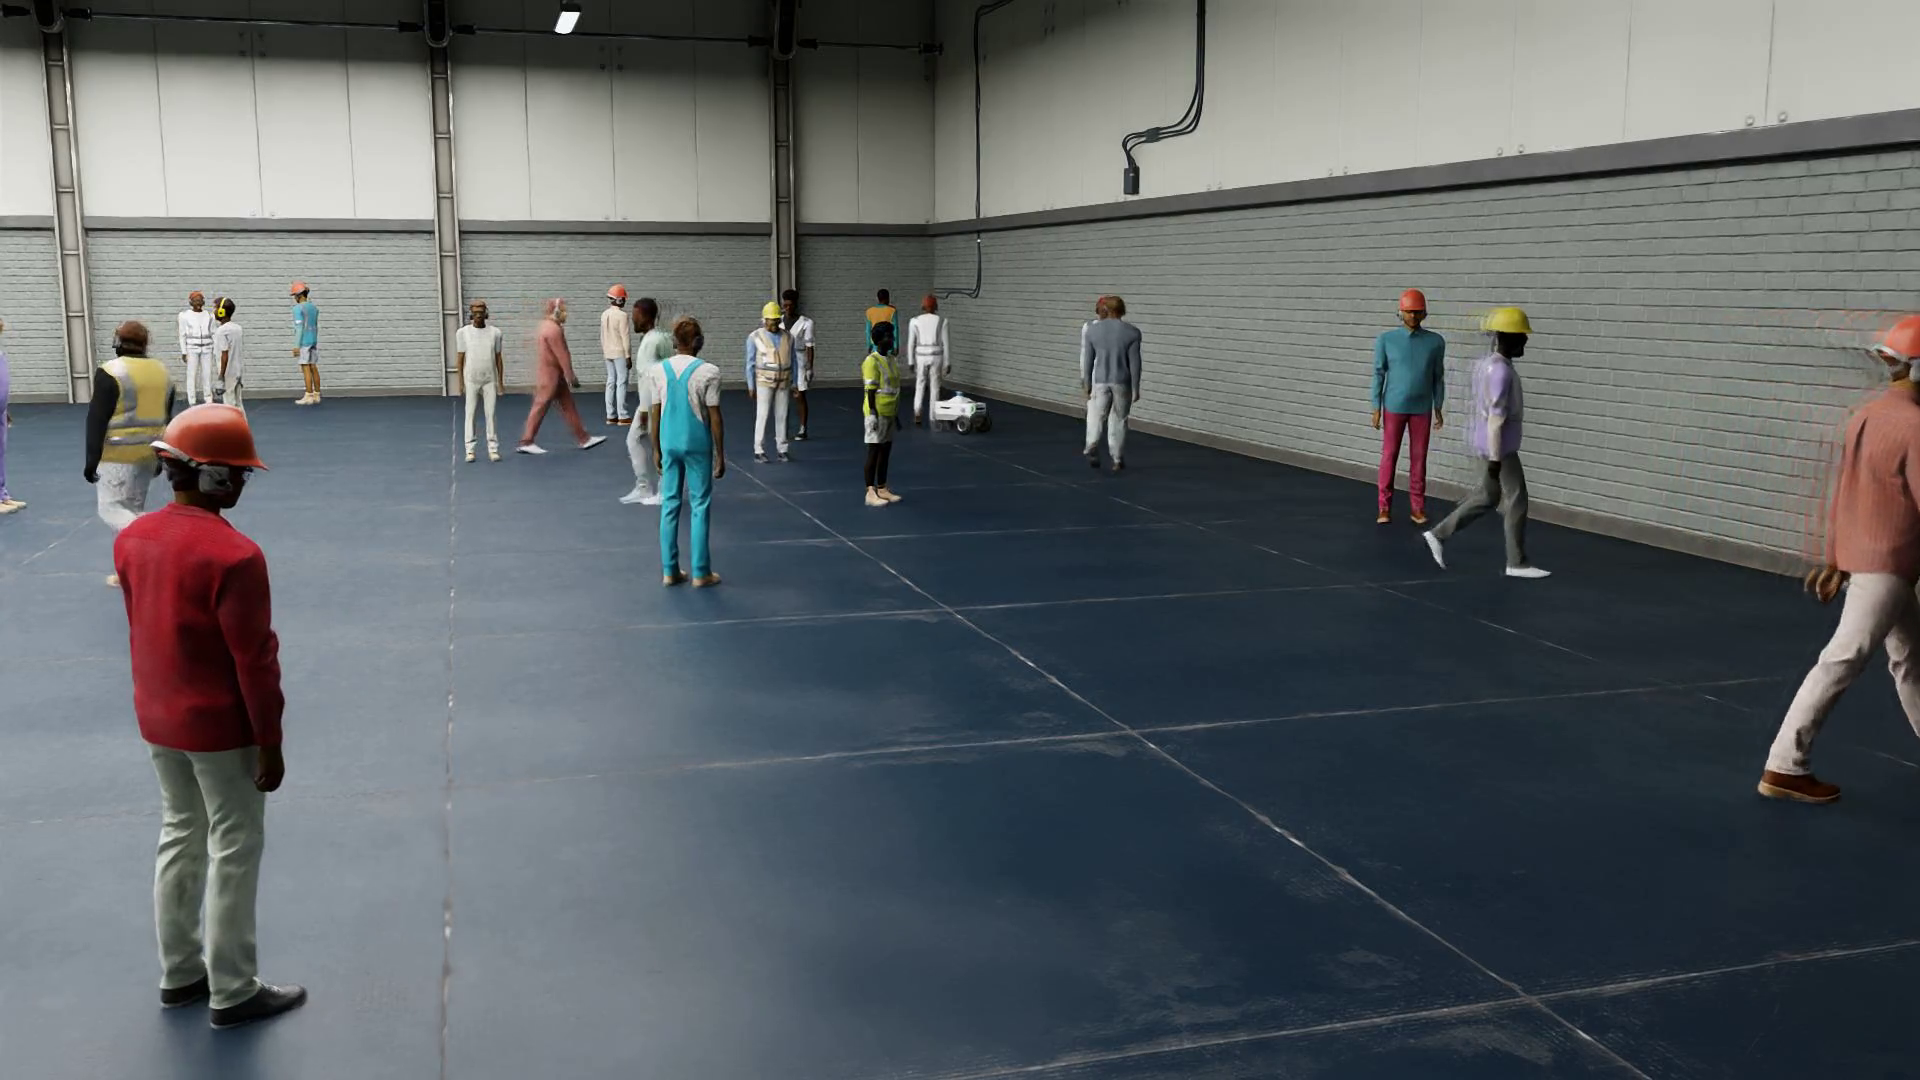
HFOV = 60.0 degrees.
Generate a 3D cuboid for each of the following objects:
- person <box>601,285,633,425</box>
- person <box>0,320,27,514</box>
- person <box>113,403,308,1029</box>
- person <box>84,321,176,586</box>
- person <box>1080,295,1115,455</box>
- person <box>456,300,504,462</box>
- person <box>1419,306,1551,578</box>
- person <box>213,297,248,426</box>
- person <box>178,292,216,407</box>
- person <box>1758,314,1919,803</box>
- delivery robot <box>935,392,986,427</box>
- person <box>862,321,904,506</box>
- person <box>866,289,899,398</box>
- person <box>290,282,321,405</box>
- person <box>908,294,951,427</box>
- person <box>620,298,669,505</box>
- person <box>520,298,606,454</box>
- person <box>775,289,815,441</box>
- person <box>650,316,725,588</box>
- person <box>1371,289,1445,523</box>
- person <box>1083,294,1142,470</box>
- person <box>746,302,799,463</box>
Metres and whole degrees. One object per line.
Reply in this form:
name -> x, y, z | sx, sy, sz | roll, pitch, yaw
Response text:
person -> -4.873, -2.631, 23.736 | 0.622, 1.994, 0.381 | 9, 12, 43
person -> -8.599, -1.156, 14.800 | 0.344, 1.846, 0.507 | -2, 9, -12
person -> -2.078, 0.488, 4.651 | 0.575, 1.740, 0.348 | 5, 10, 30
person -> -5.525, -0.555, 11.126 | 0.605, 1.805, 0.678 | 2, 9, 15
person -> 1.710, -1.951, 19.746 | 0.573, 1.887, 0.355 | 1, 9, 8
person -> -5.453, -1.802, 18.954 | 0.506, 1.837, 0.350 | -4, 10, -21
person -> 3.695, -0.679, 11.589 | 0.826, 1.898, 0.594 | 2, 9, 11
person -> -8.506, -1.882, 19.344 | 0.329, 1.877, 0.508 | 0, 9, 0
person -> -12.073, -2.992, 26.397 | 0.573, 1.883, 0.357 | -8, 12, -42
person -> 3.687, 0.097, 6.498 | 1.038, 1.938, 0.611 | 2, 9, 10
delivery robot -> 0.005, -1.758, 22.446 | 0.707, 0.478, 0.477 | 7, 12, 39
person -> -0.718, -1.166, 15.321 | 0.321, 1.699, 0.569 | 3, 9, 20
person -> -1.332, -3.357, 28.631 | 0.587, 1.915, 0.393 | 3, 9, 20
person -> -10.888, -3.259, 27.621 | 0.386, 2.034, 0.604 | 1, 9, 8
person -> -0.424, -2.518, 23.400 | 0.592, 1.871, 0.397 | 2, 9, 11
person -> -2.919, -1.249, 15.204 | 0.660, 1.900, 0.620 | -2, 9, -12
person -> -4.790, -1.945, 19.841 | 1.033, 1.845, 0.640 | -2, 9, -13
person -> -2.161, -2.252, 21.446 | 0.606, 1.958, 0.381 | 3, 9, 18
person -> -1.827, -0.585, 11.210 | 0.512, 1.835, 0.359 | 2, 9, 14
person -> 3.819, -1.132, 14.174 | 0.622, 1.993, 0.382 | 0, 9, 1
person -> 1.636, -1.684, 17.939 | 0.642, 1.920, 0.677 | 3, 9, 18
person -> -2.120, -1.789, 18.918 | 0.606, 1.823, 0.404 | -5, 10, -31
